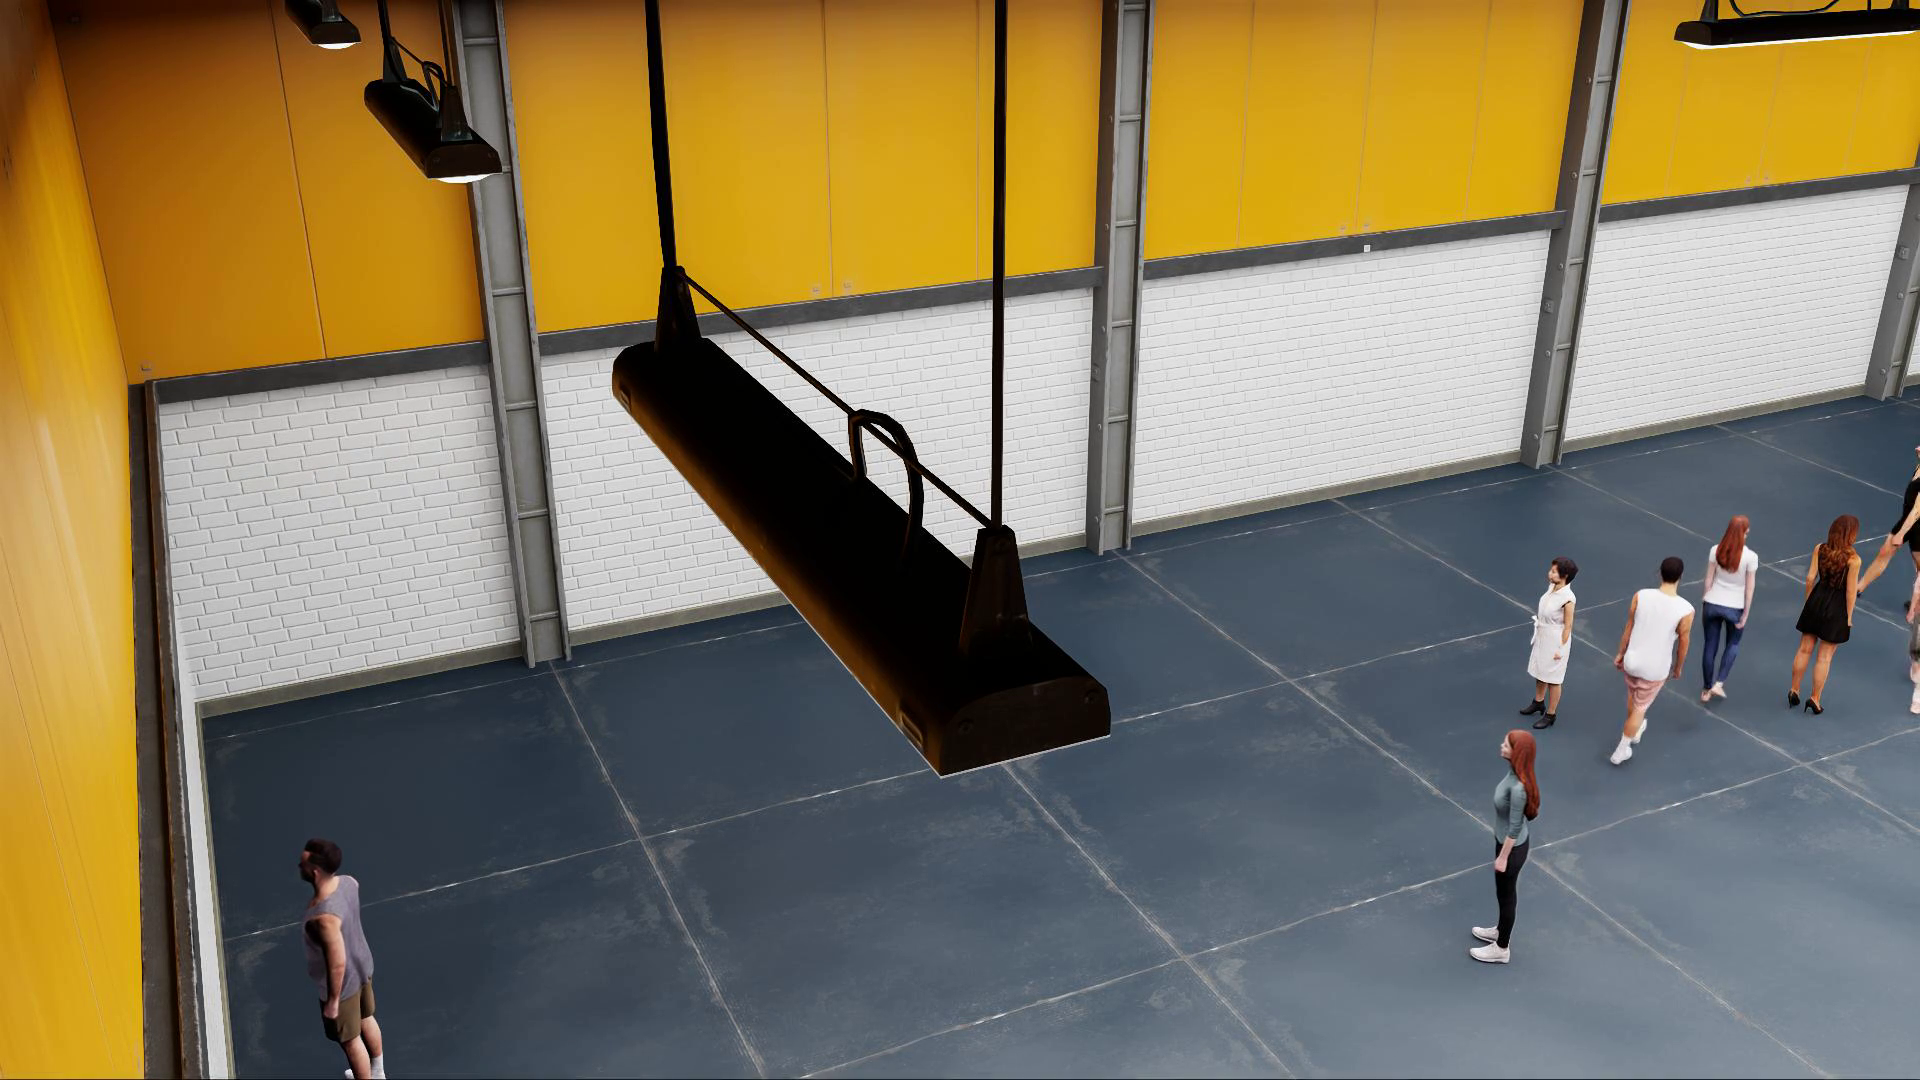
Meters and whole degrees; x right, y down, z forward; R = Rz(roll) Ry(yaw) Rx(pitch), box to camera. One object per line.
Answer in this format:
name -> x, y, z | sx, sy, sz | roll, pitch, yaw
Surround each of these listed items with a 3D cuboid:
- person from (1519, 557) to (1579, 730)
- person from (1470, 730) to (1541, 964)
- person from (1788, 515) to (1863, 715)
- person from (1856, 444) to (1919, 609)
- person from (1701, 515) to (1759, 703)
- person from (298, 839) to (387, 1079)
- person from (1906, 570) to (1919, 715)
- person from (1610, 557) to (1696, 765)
person -> 5.023, 0.852, 14.103 | 0.608, 1.556, 0.621 | -3, 24, -7
person -> 3.673, 2.048, 11.134 | 0.726, 1.742, 0.659 | 9, 25, 21
person -> 7.413, 0.634, 14.253 | 0.575, 1.834, 0.616 | -16, 28, -32
person -> 9.305, -0.105, 16.030 | 1.213, 1.765, 1.133 | 7, 25, 16
person -> 6.579, 0.636, 14.388 | 0.679, 1.724, 0.732 | 16, 28, 32
person -> -3.557, 2.504, 9.574 | 0.718, 1.847, 0.715 | 0, 24, 0
person -> 8.493, 0.616, 14.470 | 0.990, 1.693, 1.176 | 14, 27, 29
person -> 5.525, 1.038, 13.458 | 0.884, 1.732, 1.064 | 18, 30, 36
